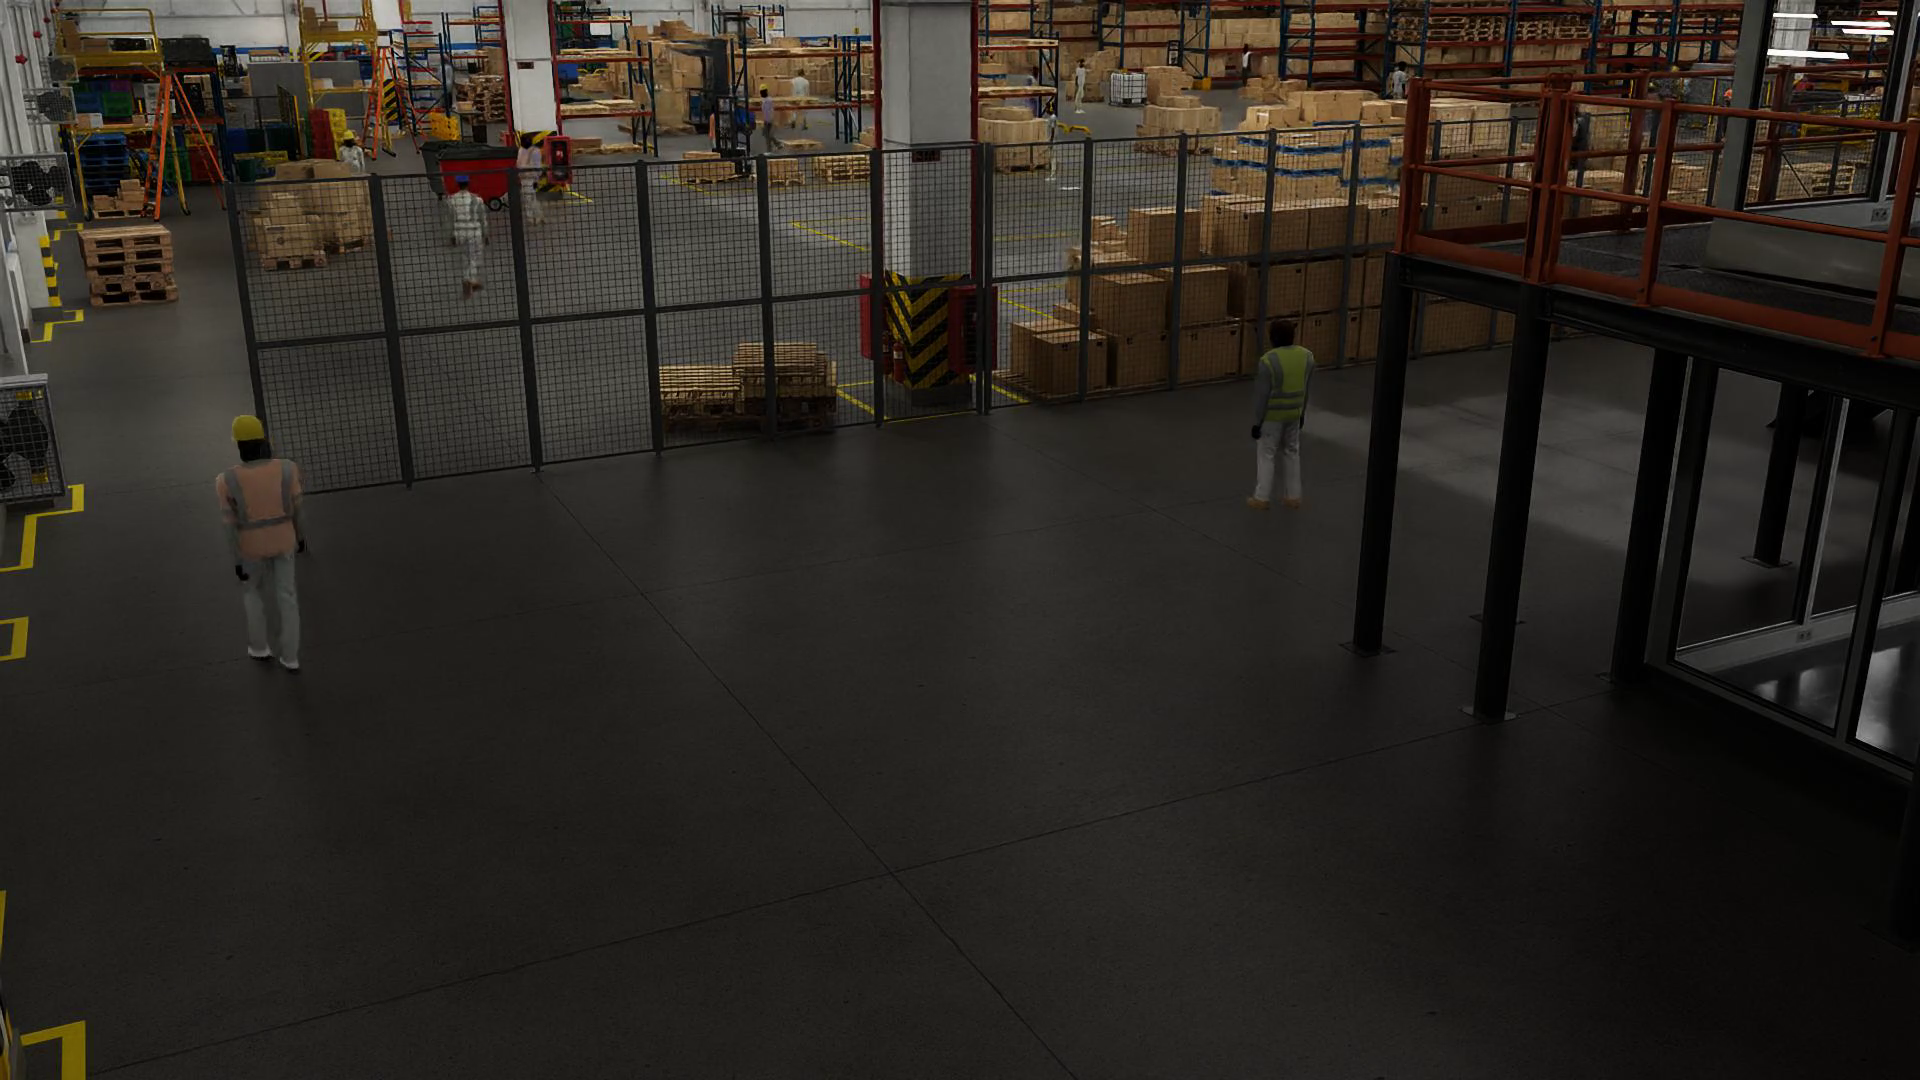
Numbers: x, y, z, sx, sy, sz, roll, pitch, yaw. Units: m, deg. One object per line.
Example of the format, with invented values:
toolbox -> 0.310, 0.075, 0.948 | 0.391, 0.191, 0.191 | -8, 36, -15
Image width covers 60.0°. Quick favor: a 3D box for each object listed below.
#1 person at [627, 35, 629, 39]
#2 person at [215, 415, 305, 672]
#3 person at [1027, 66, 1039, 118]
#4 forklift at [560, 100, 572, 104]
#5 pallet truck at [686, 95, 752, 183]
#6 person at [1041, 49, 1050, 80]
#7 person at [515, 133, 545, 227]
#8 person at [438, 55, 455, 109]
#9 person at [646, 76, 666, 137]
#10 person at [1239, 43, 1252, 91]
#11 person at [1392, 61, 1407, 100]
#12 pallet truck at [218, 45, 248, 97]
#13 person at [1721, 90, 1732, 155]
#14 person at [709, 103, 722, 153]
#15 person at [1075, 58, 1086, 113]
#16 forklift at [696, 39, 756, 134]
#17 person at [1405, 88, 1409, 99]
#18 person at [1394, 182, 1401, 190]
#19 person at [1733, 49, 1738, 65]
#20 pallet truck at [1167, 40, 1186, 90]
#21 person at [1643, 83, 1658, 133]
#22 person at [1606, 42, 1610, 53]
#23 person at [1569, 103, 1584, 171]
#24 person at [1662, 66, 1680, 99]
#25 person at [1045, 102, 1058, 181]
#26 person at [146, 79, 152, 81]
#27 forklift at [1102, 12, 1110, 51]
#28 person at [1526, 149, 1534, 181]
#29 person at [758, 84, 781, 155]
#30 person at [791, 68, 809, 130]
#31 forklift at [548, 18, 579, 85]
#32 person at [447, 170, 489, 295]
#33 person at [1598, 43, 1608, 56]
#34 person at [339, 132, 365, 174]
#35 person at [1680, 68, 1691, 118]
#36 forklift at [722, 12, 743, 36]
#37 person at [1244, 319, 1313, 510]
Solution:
person -> -15.615, -22.709, 77.982 | 0.631, 1.907, 0.924 | -11, 22, -30
person -> -5.082, 0.006, 12.134 | 0.598, 1.901, 0.743 | -13, 23, -32
person -> 2.347, -14.452, 54.082 | 0.578, 1.877, 0.617 | 13, 23, 34
forklift -> -15.608, -17.638, 61.798 | 1.873, 2.768, 1.129 | -9, 21, -25
pallet truck -> -5.836, -9.608, 39.856 | 0.823, 1.965, 1.885 | 10, 22, 27
person -> 3.943, -21.896, 76.066 | 0.532, 1.590, 0.862 | 10, 21, 26
person -> -8.563, -7.126, 32.938 | 0.666, 1.814, 0.555 | 17, 26, 41
person -> -18.433, -16.443, 59.794 | 0.585, 1.914, 0.443 | 3, 19, 8
person -> -9.175, -13.089, 50.243 | 0.522, 1.799, 0.936 | -8, 21, -22
person -> 11.899, -19.616, 69.002 | 0.498, 1.901, 0.615 | -7, 20, -19
person -> 14.593, -14.898, 55.238 | 0.362, 1.962, 0.613 | -7, 20, -21
pallet truck -> -28.879, -18.665, 66.111 | 0.823, 1.965, 1.885 | -3, 19, -9
person -> 19.355, -10.347, 42.002 | 0.377, 1.995, 0.608 | 12, 22, 30
person -> -6.133, -10.132, 41.822 | 0.319, 1.698, 0.539 | -9, 21, -23
person -> 4.242, -15.963, 58.470 | 0.332, 1.872, 0.514 | 14, 24, 35
forklift -> -7.379, -13.994, 51.237 | 1.873, 2.768, 1.129 | -9, 21, -25
person -> 11.665, -10.797, 43.391 | 0.544, 1.939, 0.354 | -3, 19, -8
person -> 7.147, -5.123, 27.031 | 1.034, 1.894, 0.649 | 7, 20, 19
person -> 32.818, -19.960, 70.044 | 0.597, 1.872, 0.670 | -6, 20, -18
pallet truck -> 9.045, -19.971, 69.895 | 0.823, 1.965, 1.885 | -3, 19, -8
person -> 19.861, -12.365, 48.224 | 0.552, 1.733, 0.786 | -1, 19, -3
person -> 29.969, -22.372, 77.376 | 0.534, 1.655, 0.880 | -8, 21, -23
person -> 14.152, -9.090, 38.288 | 0.708, 2.000, 0.841 | -10, 22, -27
person -> 23.753, -14.874, 55.445 | 0.950, 1.781, 0.612 | -10, 21, -27
person -> 2.194, -9.592, 40.025 | 0.328, 1.861, 0.502 | -1, 19, -3
person -> -25.005, -13.437, 51.509 | 0.515, 1.634, 0.314 | 10, 21, 27
forklift -> 7.310, -24.161, 80.707 | 1.129, 2.768, 1.873 | -9, 21, -25
person -> 10.101, -5.888, 29.200 | 0.757, 1.918, 0.549 | 13, 23, 33
person -> -5.232, -11.476, 45.407 | 0.512, 1.904, 0.630 | -4, 19, -11
person -> -5.024, -13.819, 52.184 | 0.643, 1.923, 0.705 | 9, 21, 25
forklift -> -17.588, -21.073, 71.757 | 1.873, 2.768, 1.129 | -9, 21, -25
person -> -7.709, -4.804, 26.031 | 0.618, 1.925, 0.811 | 3, 19, 9
person -> 28.752, -21.540, 74.604 | 0.682, 1.887, 0.658 | 13, 23, 32
person -> -12.452, -7.491, 34.146 | 0.506, 1.749, 0.435 | -2, 19, -5
person -> 24.707, -15.214, 56.607 | 0.594, 1.650, 0.743 | 9, 21, 24
forklift -> -11.002, -24.186, 80.781 | 1.129, 2.768, 1.873 | -9, 21, -25
person -> 3.002, -1.156, 15.641 | 0.638, 1.851, 0.518 | -10, 22, -28
